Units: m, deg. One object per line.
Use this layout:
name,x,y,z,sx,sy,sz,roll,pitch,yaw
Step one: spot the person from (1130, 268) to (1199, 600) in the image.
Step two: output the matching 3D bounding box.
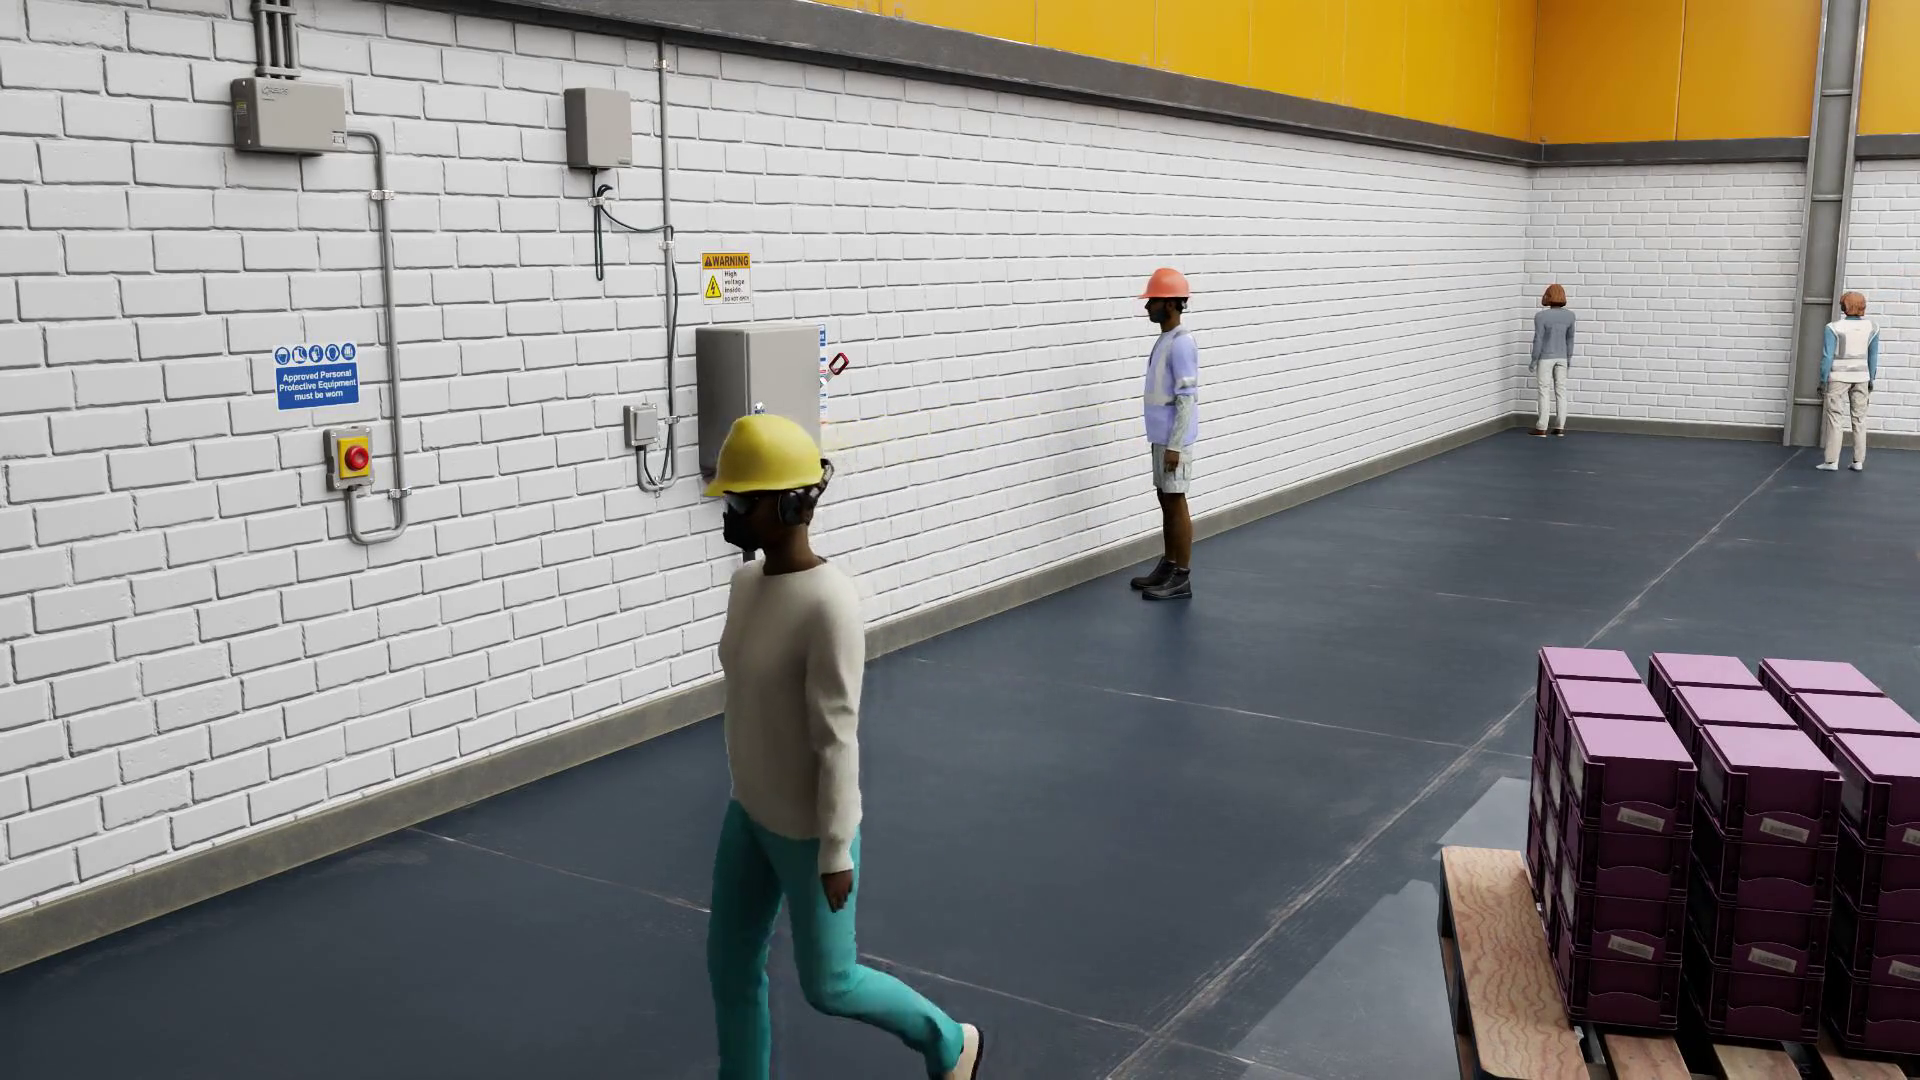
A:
person,1.209,-0.614,9.752,0.364,1.939,0.542,-1,10,-4

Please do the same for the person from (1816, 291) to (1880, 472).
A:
person,8.065,-1.433,15.120,0.523,1.638,0.311,0,10,-2

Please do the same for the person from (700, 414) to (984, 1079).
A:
person,-0.316,0.583,3.664,0.737,1.739,0.531,-7,12,-34

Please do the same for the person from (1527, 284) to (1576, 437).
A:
person,6.338,-1.919,17.826,0.507,1.632,0.274,-3,11,-16
